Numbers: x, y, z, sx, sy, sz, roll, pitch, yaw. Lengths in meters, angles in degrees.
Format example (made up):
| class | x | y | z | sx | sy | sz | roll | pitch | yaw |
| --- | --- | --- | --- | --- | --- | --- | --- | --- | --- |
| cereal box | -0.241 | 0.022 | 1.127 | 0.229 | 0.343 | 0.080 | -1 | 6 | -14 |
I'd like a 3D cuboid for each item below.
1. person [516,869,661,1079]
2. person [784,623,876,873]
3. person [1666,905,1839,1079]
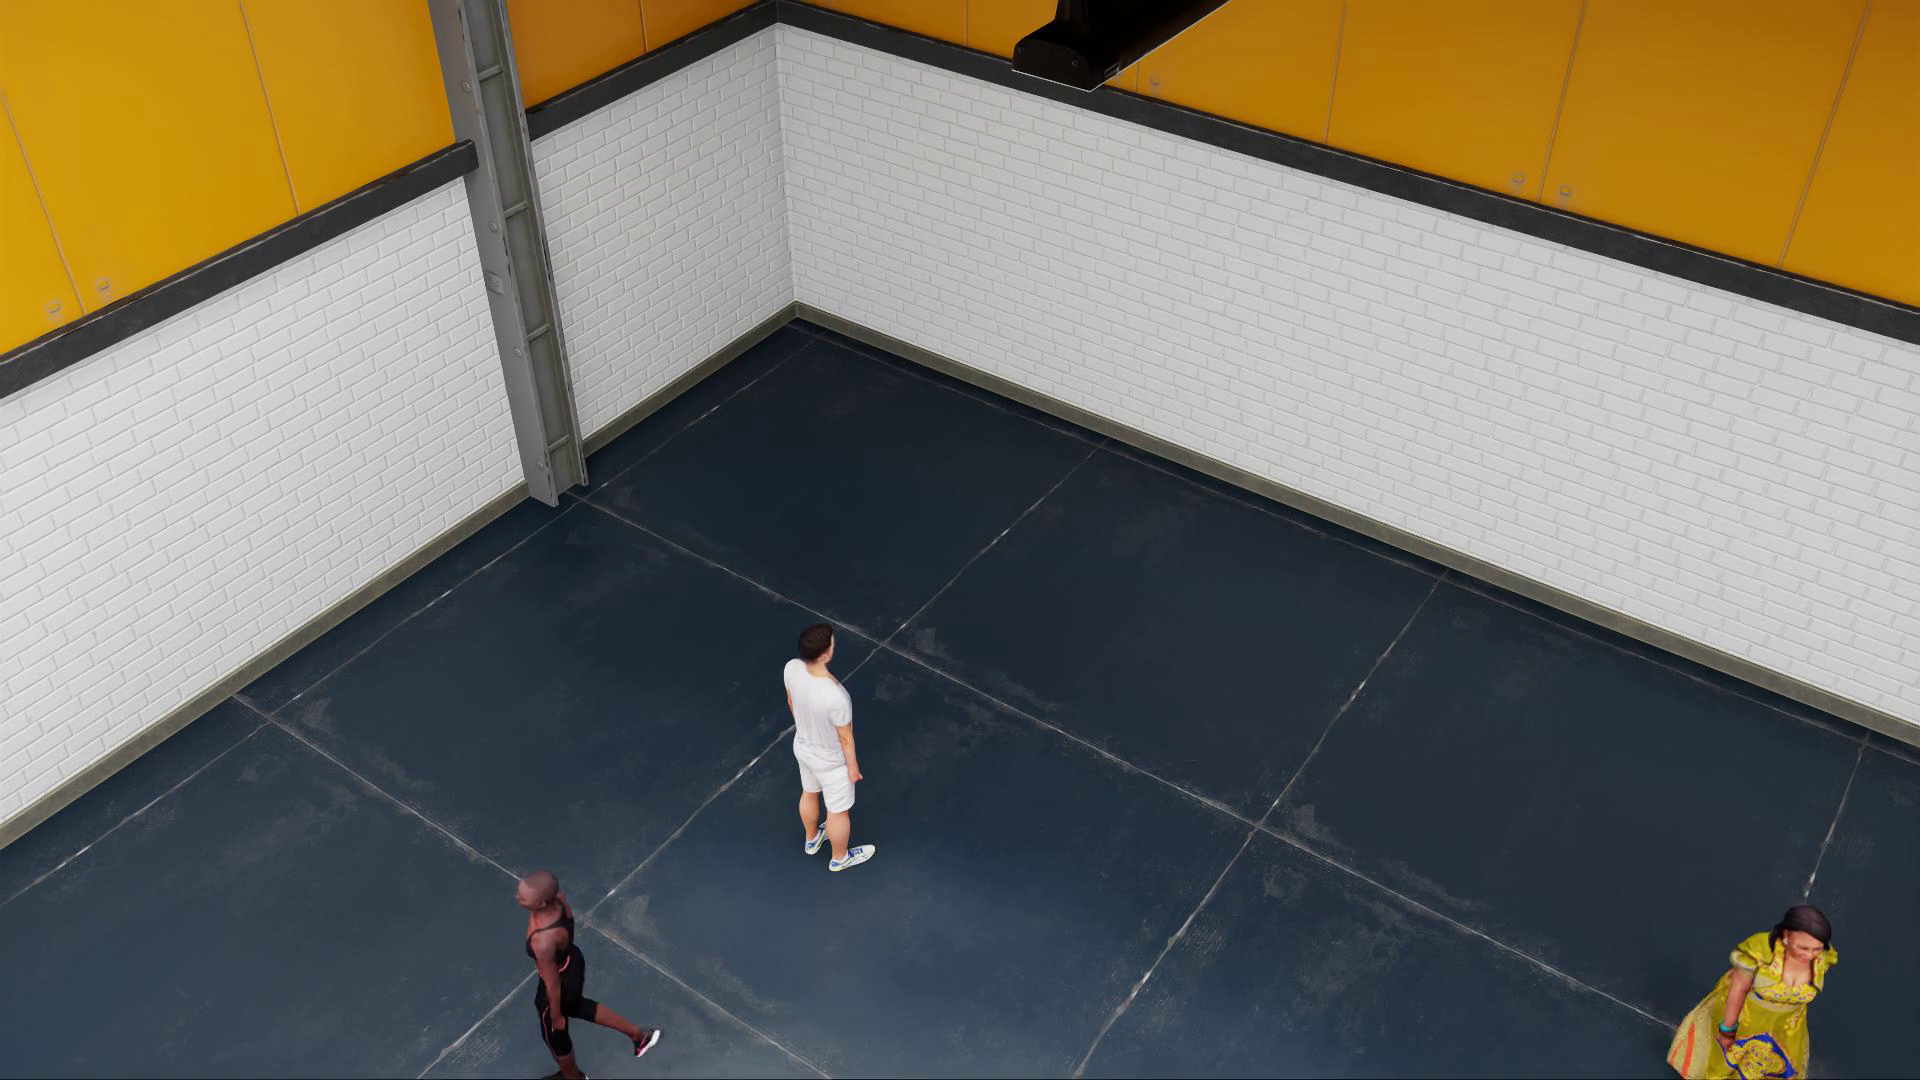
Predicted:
| class | x | y | z | sx | sy | sz | roll | pitch | yaw |
| --- | --- | --- | --- | --- | --- | --- | --- | --- | --- |
| person | -1.975 | 2.285 | 8.622 | 0.990 | 1.741 | 0.971 | -3 | 39 | -3 |
| person | -0.814 | 1.237 | 9.849 | 0.714 | 1.849 | 0.629 | 32 | 48 | 33 |
| person | 4.088 | 2.372 | 8.598 | 1.080 | 1.634 | 1.172 | 2 | 39 | 2 |
